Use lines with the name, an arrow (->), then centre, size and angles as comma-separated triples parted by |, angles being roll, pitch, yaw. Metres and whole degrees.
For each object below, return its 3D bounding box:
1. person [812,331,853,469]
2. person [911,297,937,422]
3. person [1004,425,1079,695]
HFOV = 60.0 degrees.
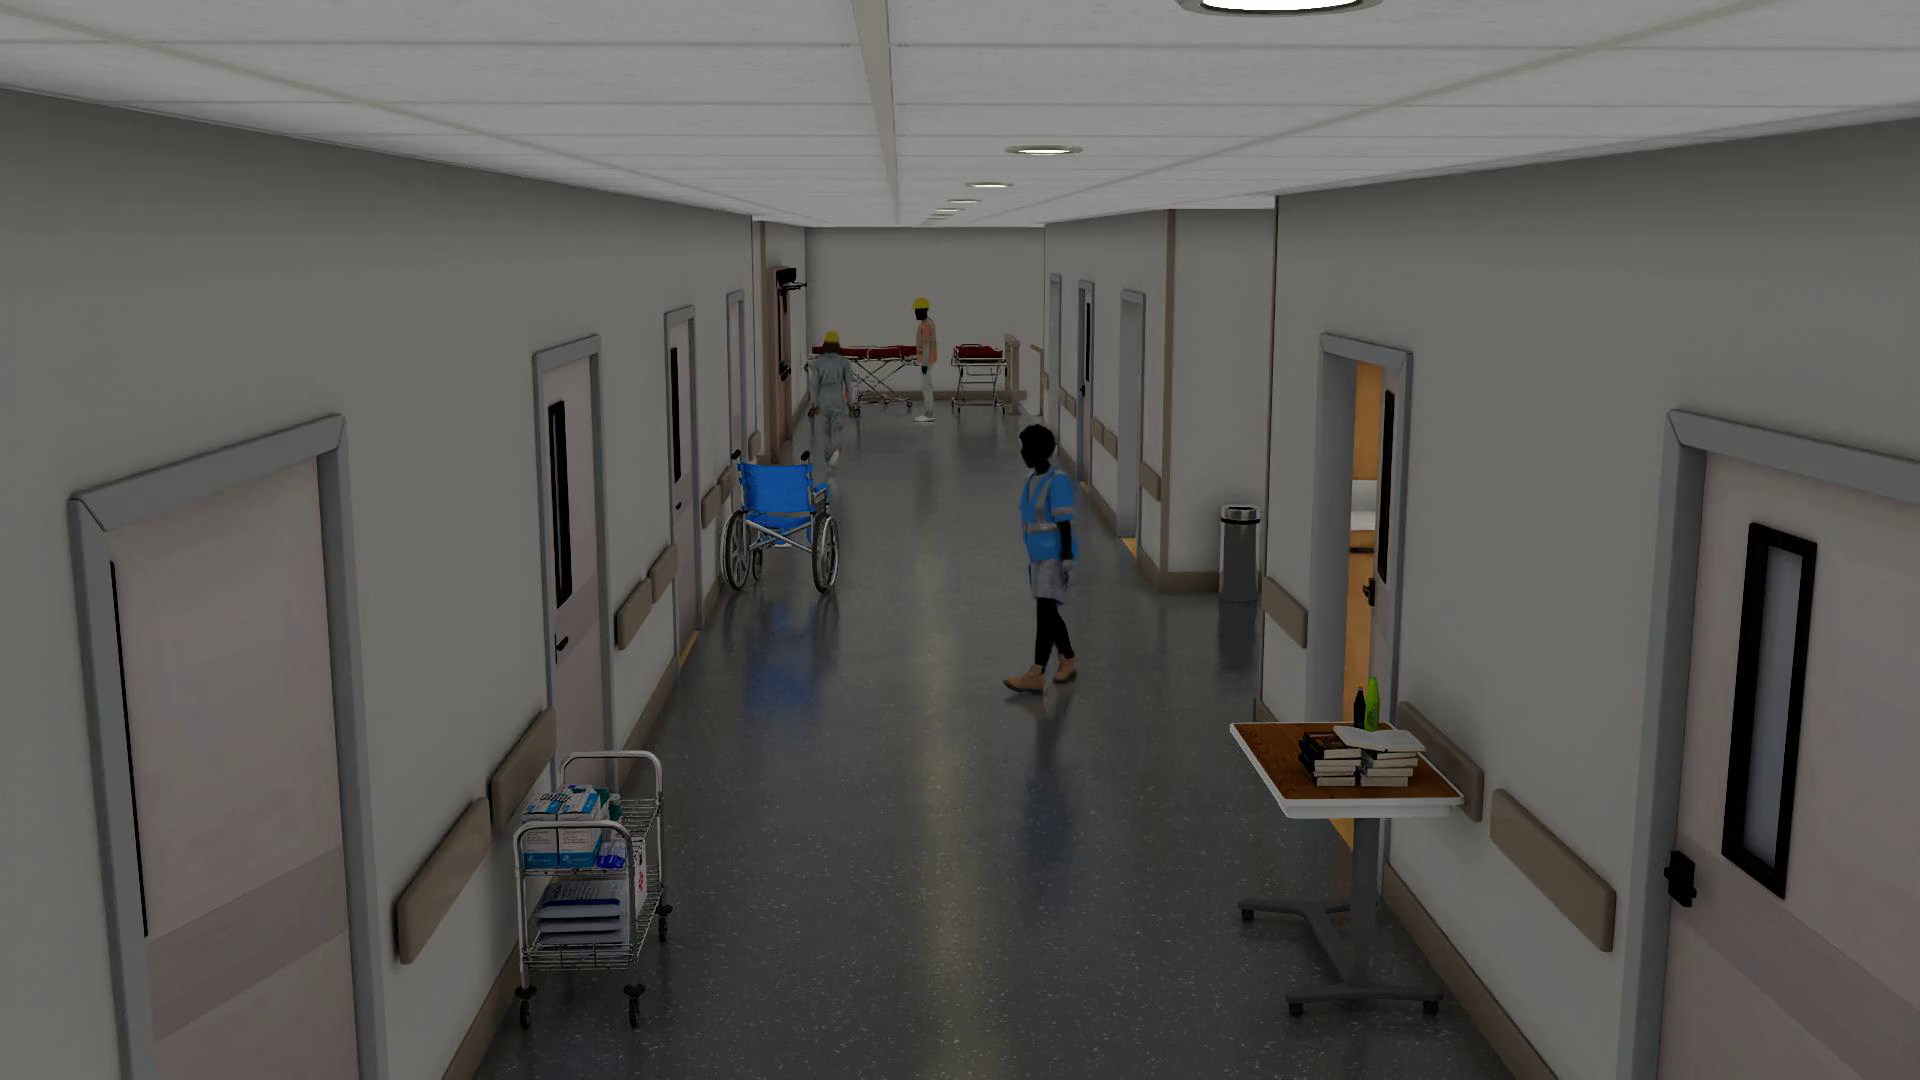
person -> -1.549, -1.668, 20.109 | 0.492, 1.707, 0.675 | 0, 10, -2
person -> -0.551, -2.787, 25.724 | 0.401, 1.919, 0.589 | 0, 10, -1
person -> 0.517, 0.110, 10.359 | 0.593, 1.635, 0.593 | -5, 11, -26
